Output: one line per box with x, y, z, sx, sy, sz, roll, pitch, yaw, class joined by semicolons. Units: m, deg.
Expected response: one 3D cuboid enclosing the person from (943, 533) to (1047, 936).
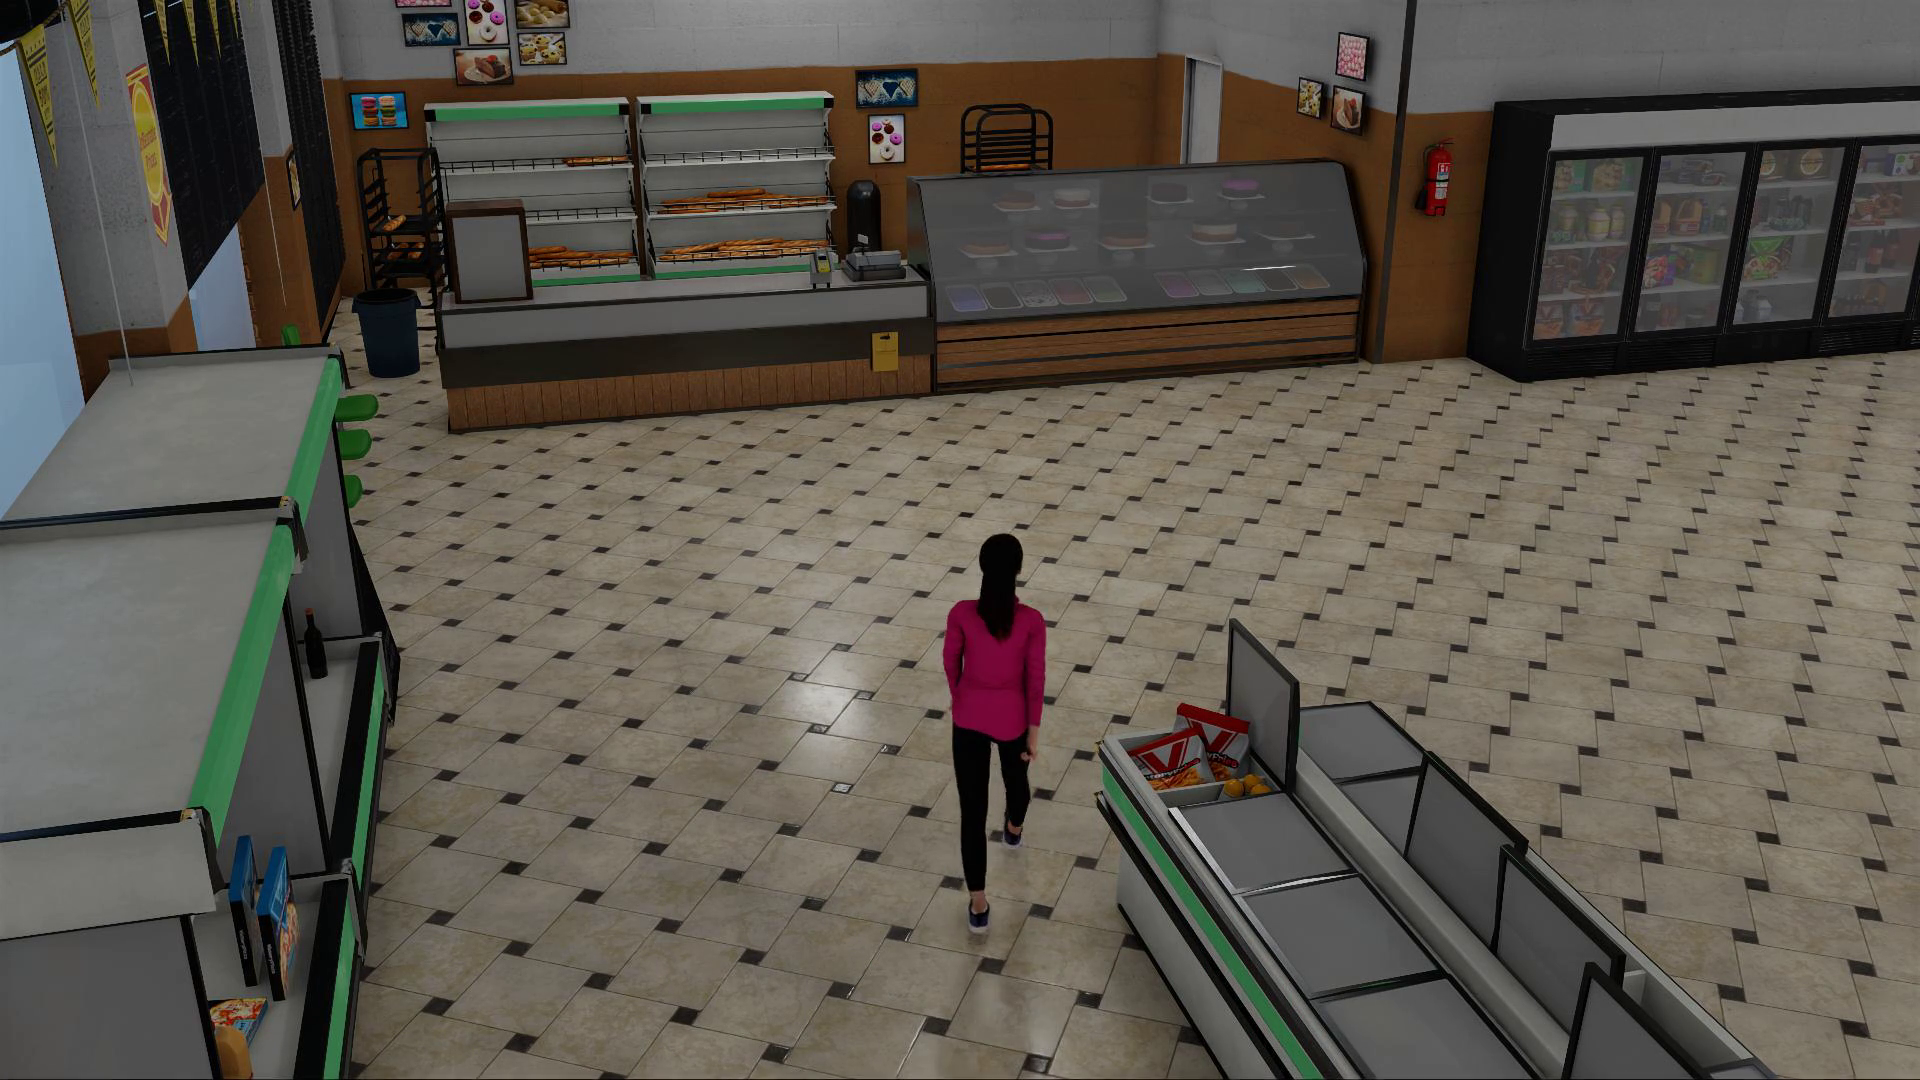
0.122;0.831;6.879;0.828;1.654;1.183;1;22;3;person
